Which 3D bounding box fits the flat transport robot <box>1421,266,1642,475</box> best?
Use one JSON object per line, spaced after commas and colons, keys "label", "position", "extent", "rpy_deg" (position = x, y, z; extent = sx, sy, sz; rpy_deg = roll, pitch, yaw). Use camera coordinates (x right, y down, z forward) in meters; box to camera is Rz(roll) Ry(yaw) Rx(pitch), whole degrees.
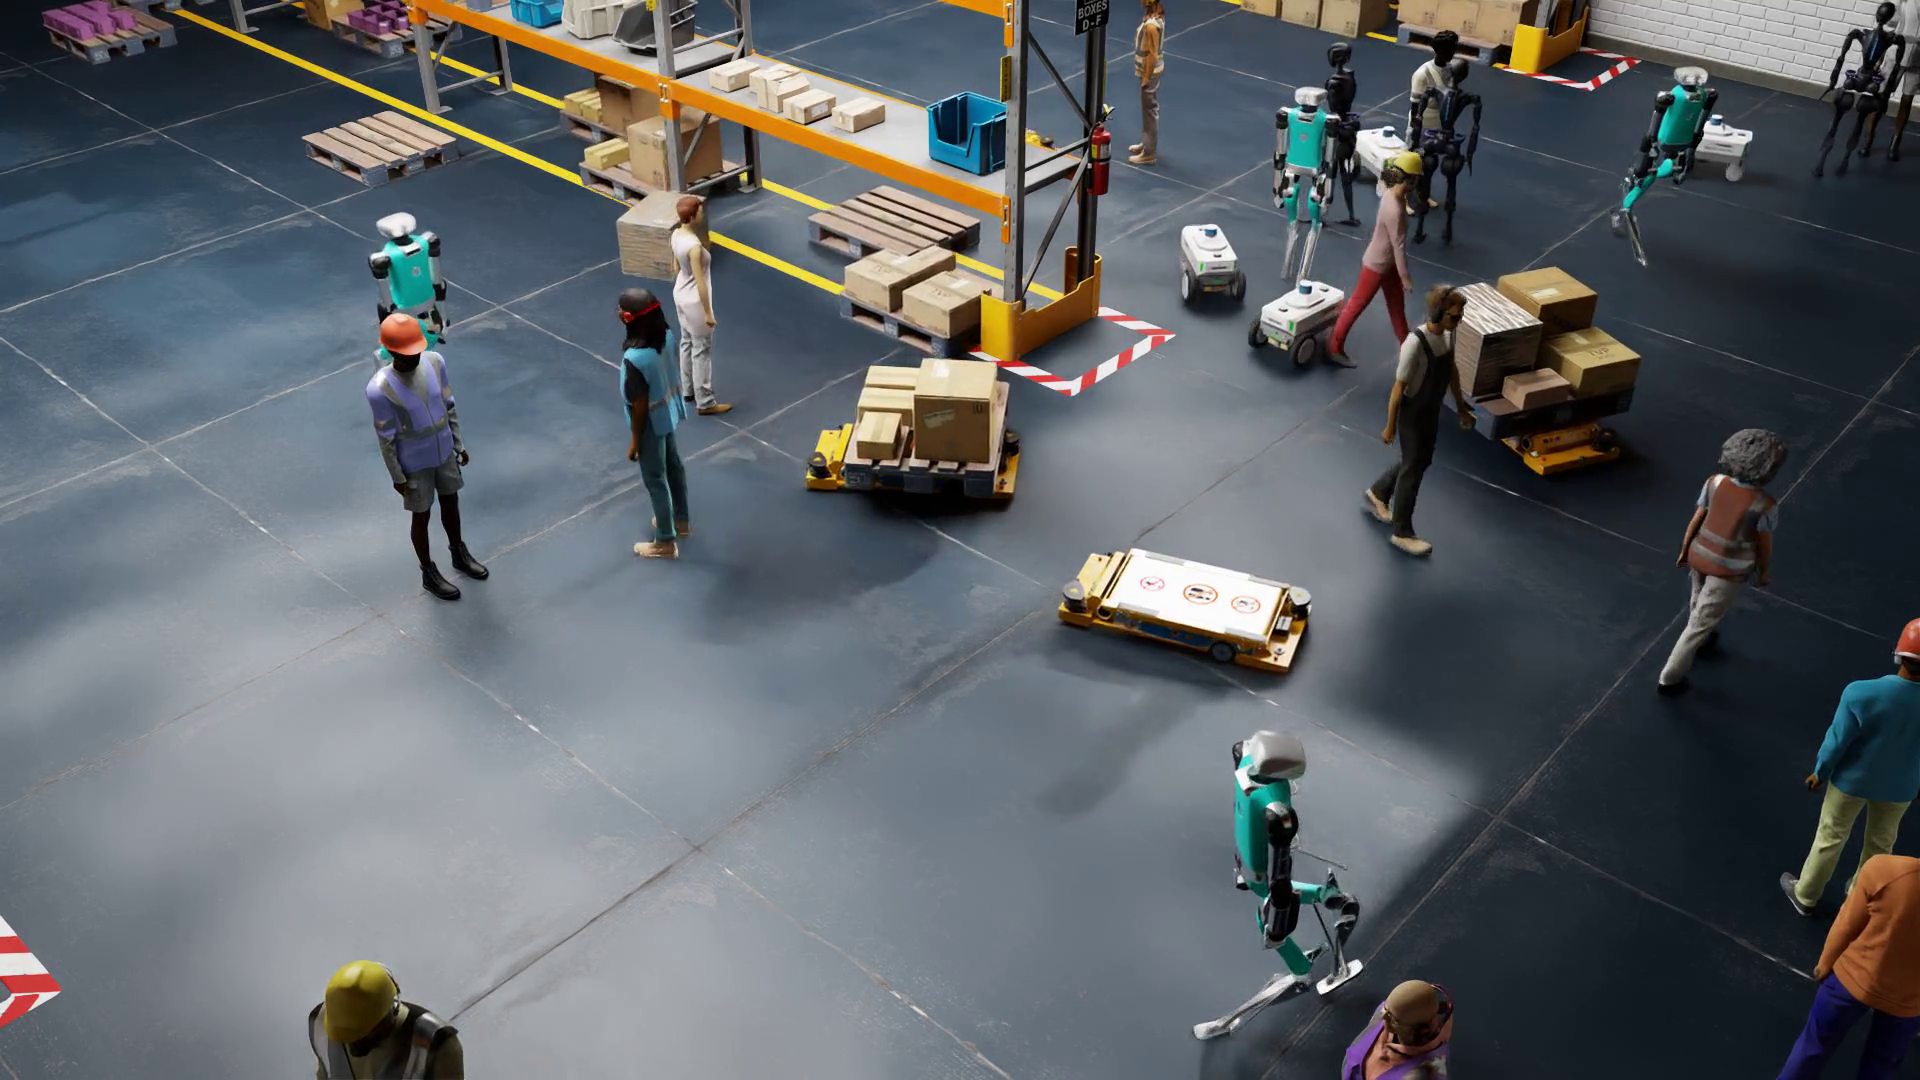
{"label": "flat transport robot", "position": [4.108, -0.954, 12.193], "extent": [0.659, 0.231, 1.431], "rpy_deg": [-12, 36, -17]}

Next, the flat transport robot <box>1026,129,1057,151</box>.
{"label": "flat transport robot", "position": [0.200, -3.973, 16.566], "extent": [1.431, 0.231, 0.659], "rpy_deg": [24, 41, 30]}

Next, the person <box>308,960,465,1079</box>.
{"label": "person", "position": [-2.090, 2.212, 6.247], "extent": [0.582, 1.825, 0.404], "rpy_deg": [8, 36, 12]}

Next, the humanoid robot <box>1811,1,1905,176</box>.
{"label": "humanoid robot", "position": [8.514, -4.262, 15.759], "extent": [0.601, 1.650, 0.377], "rpy_deg": [15, 37, 21]}

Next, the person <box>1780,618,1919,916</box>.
{"label": "person", "position": [4.343, 1.099, 7.914], "extent": [0.563, 1.747, 0.336], "rpy_deg": [6, 35, 9]}

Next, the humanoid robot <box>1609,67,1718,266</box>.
{"label": "humanoid robot", "position": [5.928, -3.316, 14.373], "extent": [0.530, 1.778, 1.015], "rpy_deg": [-7, 35, -9]}

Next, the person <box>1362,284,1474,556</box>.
{"label": "person", "position": [2.912, -0.813, 10.633], "extent": [0.601, 1.825, 0.510], "rpy_deg": [29, 44, 35]}

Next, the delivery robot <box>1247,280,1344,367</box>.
{"label": "delivery robot", "position": [2.676, -1.738, 13.091], "extent": [0.814, 0.612, 0.499], "rpy_deg": [-27, 43, -34]}

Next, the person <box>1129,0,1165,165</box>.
{"label": "person", "position": [1.794, -4.510, 16.015], "extent": [0.326, 1.775, 0.480], "rpy_deg": [4, 35, 6]}

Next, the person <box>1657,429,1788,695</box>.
{"label": "person", "position": [4.374, 0.107, 9.427], "extent": [0.793, 1.655, 0.430], "rpy_deg": [-19, 39, -25]}

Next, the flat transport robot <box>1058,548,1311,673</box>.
{"label": "flat transport robot", "position": [1.386, 0.405, 10.224], "extent": [1.431, 0.231, 0.659], "rpy_deg": [13, 37, 18]}

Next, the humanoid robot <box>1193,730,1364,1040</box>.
{"label": "humanoid robot", "position": [1.575, 1.526, 7.354], "extent": [1.016, 1.783, 0.535], "rpy_deg": [-6, 35, -9]}

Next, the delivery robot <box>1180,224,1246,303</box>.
{"label": "delivery robot", "position": [2.090, -2.342, 13.960], "extent": [0.499, 0.604, 0.801], "rpy_deg": [-4, 35, -5]}

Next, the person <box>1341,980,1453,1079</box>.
{"label": "person", "position": [1.608, 2.254, 6.290], "extent": [0.351, 1.694, 0.479], "rpy_deg": [-9, 36, -12]}

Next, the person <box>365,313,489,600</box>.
{"label": "person", "position": [-3.231, -0.513, 10.096], "extent": [0.382, 1.931, 0.540], "rpy_deg": [22, 40, 28]}

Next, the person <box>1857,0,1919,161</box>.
{"label": "person", "position": [9.148, -4.638, 16.078], "extent": [0.546, 1.924, 0.382], "rpy_deg": [14, 37, 19]}

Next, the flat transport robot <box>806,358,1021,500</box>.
{"label": "flat transport robot", "position": [-0.314, -0.564, 11.628], "extent": [1.431, 0.231, 0.659], "rpy_deg": [4, 35, 5]}

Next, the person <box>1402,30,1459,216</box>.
{"label": "person", "position": [4.241, -3.775, 15.029], "extent": [0.534, 1.693, 0.320], "rpy_deg": [-21, 40, -27]}

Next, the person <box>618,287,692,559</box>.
{"label": "person", "position": [-1.916, -0.731, 10.462], "extent": [0.374, 1.865, 0.538], "rpy_deg": [9, 36, 13]}

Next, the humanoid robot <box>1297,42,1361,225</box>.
{"label": "humanoid robot", "position": [3.393, -3.587, 14.787], "extent": [0.542, 1.631, 0.613], "rpy_deg": [17, 38, 23]}

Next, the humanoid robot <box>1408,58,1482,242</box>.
{"label": "humanoid robot", "position": [4.193, -3.407, 14.509], "extent": [0.599, 1.656, 0.396], "rpy_deg": [14, 37, 20]}

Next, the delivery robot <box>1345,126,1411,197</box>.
{"label": "delivery robot", "position": [4.030, -3.633, 15.839], "extent": [0.499, 0.614, 0.817], "rpy_deg": [-8, 35, -11]}

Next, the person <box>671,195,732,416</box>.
{"label": "person", "position": [-1.913, -1.700, 12.047], "extent": [0.270, 1.657, 0.459], "rpy_deg": [-19, 39, -25]}

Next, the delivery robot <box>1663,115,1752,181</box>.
{"label": "delivery robot", "position": [7.219, -3.807, 16.085], "extent": [0.796, 0.606, 0.499], "rpy_deg": [14, 37, 20]}

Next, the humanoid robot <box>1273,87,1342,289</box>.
{"label": "humanoid robot", "position": [2.882, -2.896, 13.780], "extent": [0.546, 1.862, 0.691], "rpy_deg": [17, 38, 22]}

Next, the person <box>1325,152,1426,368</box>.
{"label": "person", "position": [3.275, -2.051, 12.508], "extent": [0.913, 1.704, 0.560], "rpy_deg": [11, 36, 15]}

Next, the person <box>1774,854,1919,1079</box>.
{"label": "person", "position": [3.758, 1.781, 6.735], "extent": [0.517, 1.973, 0.404], "rpy_deg": [19, 39, 25]}

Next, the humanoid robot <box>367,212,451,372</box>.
{"label": "humanoid robot", "position": [-4.026, -1.560, 11.789], "extent": [0.950, 1.775, 0.544], "rpy_deg": [25, 42, 31]}
